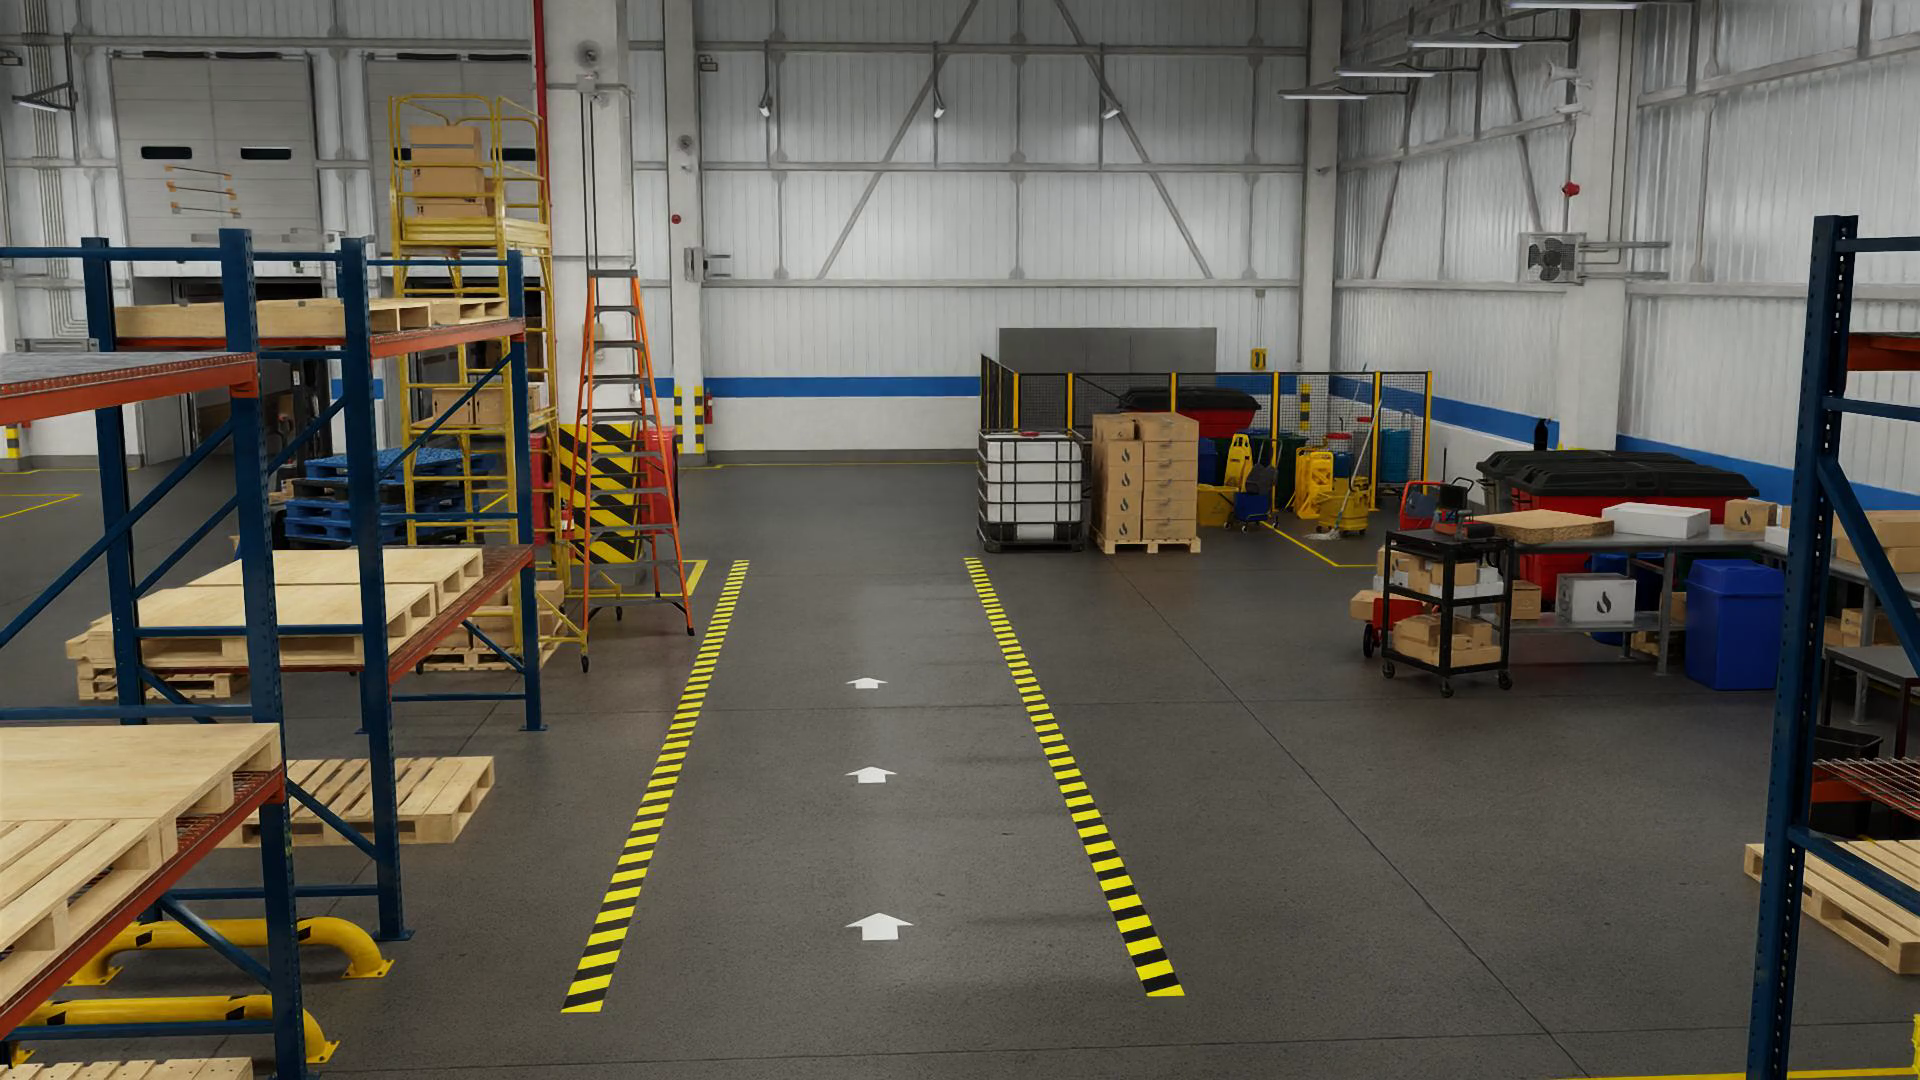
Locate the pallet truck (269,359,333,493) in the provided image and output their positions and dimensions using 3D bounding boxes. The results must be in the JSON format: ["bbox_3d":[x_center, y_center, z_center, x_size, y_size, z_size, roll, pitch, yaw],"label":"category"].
[{"bbox_3d":[-7.062,-1.131,18.996,1.885,1.965,0.823,2,9,13],"label":"pallet truck"}]
